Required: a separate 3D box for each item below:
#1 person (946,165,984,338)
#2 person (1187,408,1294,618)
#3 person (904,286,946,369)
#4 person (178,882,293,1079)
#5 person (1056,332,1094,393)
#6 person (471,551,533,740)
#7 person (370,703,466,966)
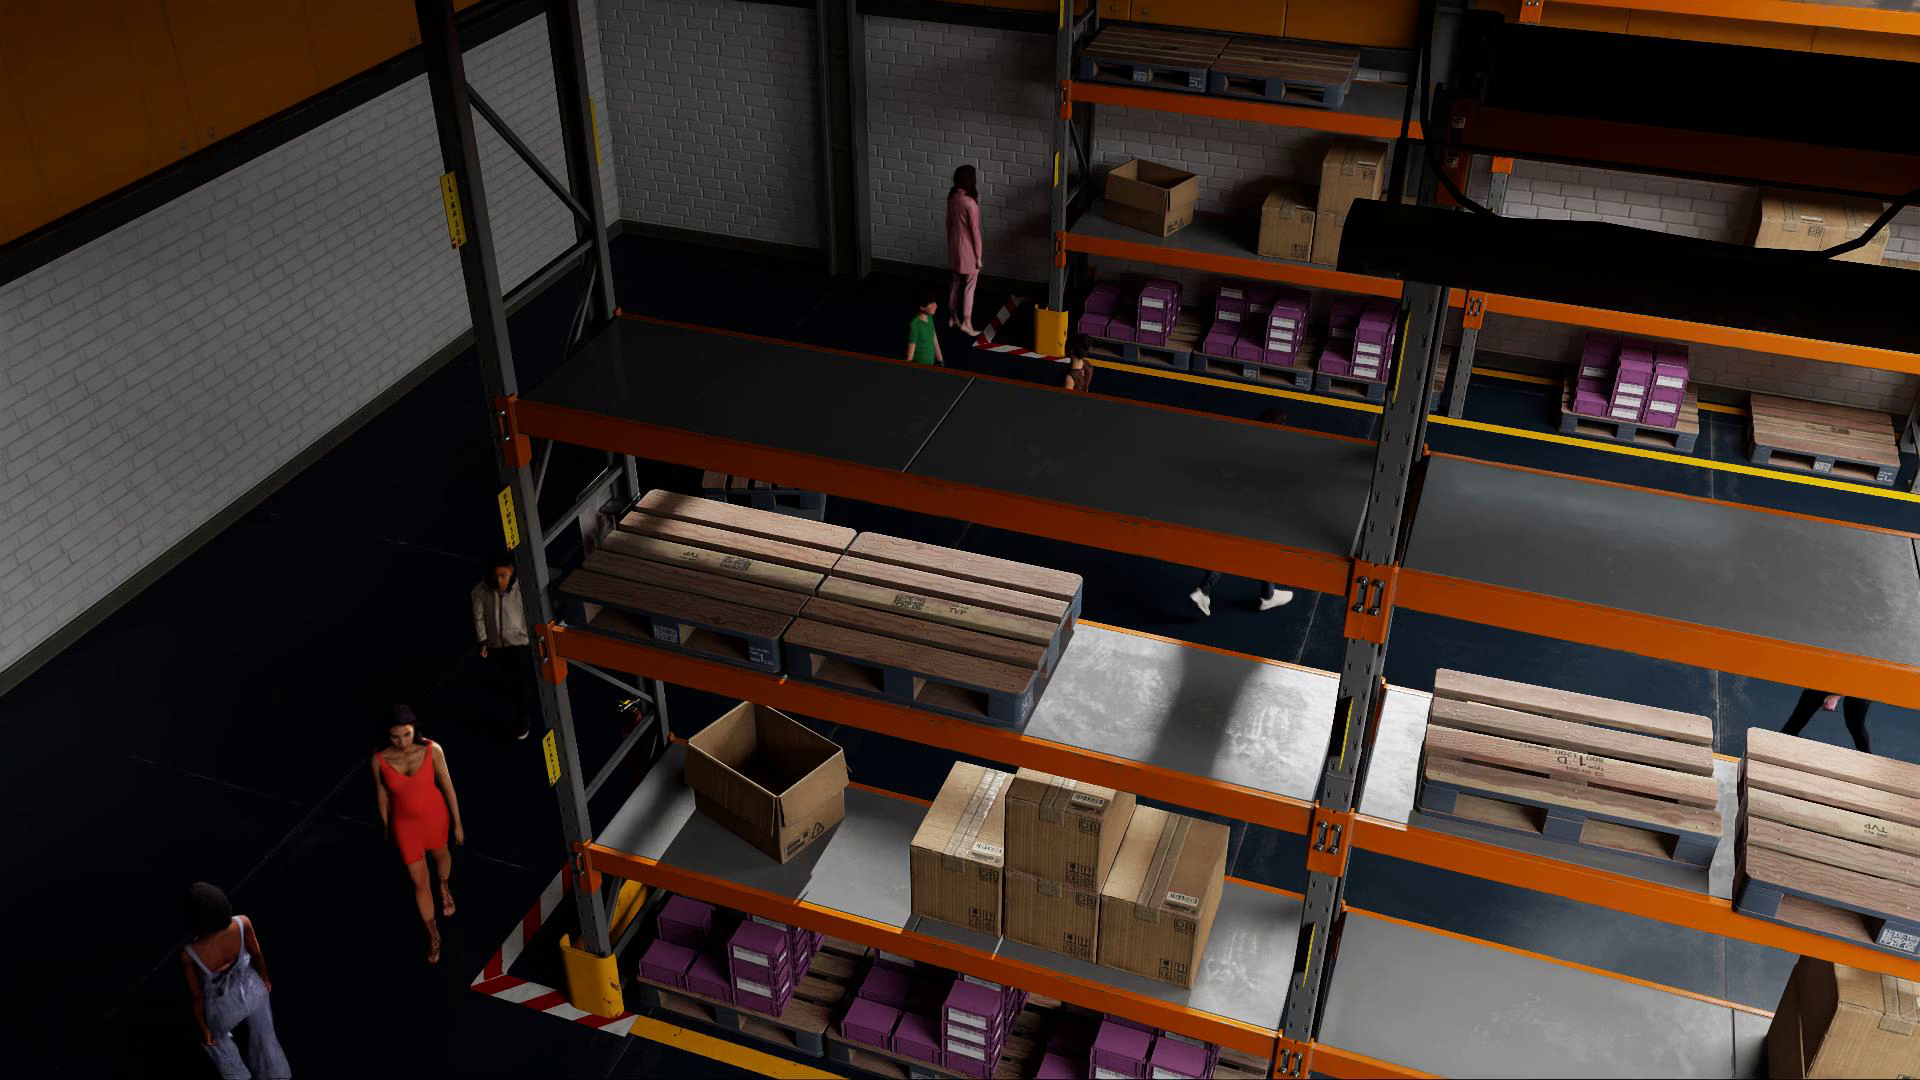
[{"bbox_3d":[0.030,-2.924,16.849,0.756,1.801,0.633,-25,41,-32],"label":"person"},{"bbox_3d":[2.181,-0.173,12.689,1.184,1.825,1.193,-19,38,-26],"label":"person"},{"bbox_3d":[-0.451,-1.518,14.906,1.095,1.610,0.607,11,35,16],"label":"person"},{"bbox_3d":[-3.795,2.503,8.792,0.802,1.683,0.726,28,43,35],"label":"person"},{"bbox_3d":[0.968,-1.004,14.075,0.622,1.674,0.623,19,38,27],"label":"person"},{"bbox_3d":[-3.200,0.648,11.805,0.969,1.436,0.849,0,34,0],"label":"person"},{"bbox_3d":[-3.274,1.641,10.078,0.969,1.695,1.003,-12,35,-17],"label":"person"}]
